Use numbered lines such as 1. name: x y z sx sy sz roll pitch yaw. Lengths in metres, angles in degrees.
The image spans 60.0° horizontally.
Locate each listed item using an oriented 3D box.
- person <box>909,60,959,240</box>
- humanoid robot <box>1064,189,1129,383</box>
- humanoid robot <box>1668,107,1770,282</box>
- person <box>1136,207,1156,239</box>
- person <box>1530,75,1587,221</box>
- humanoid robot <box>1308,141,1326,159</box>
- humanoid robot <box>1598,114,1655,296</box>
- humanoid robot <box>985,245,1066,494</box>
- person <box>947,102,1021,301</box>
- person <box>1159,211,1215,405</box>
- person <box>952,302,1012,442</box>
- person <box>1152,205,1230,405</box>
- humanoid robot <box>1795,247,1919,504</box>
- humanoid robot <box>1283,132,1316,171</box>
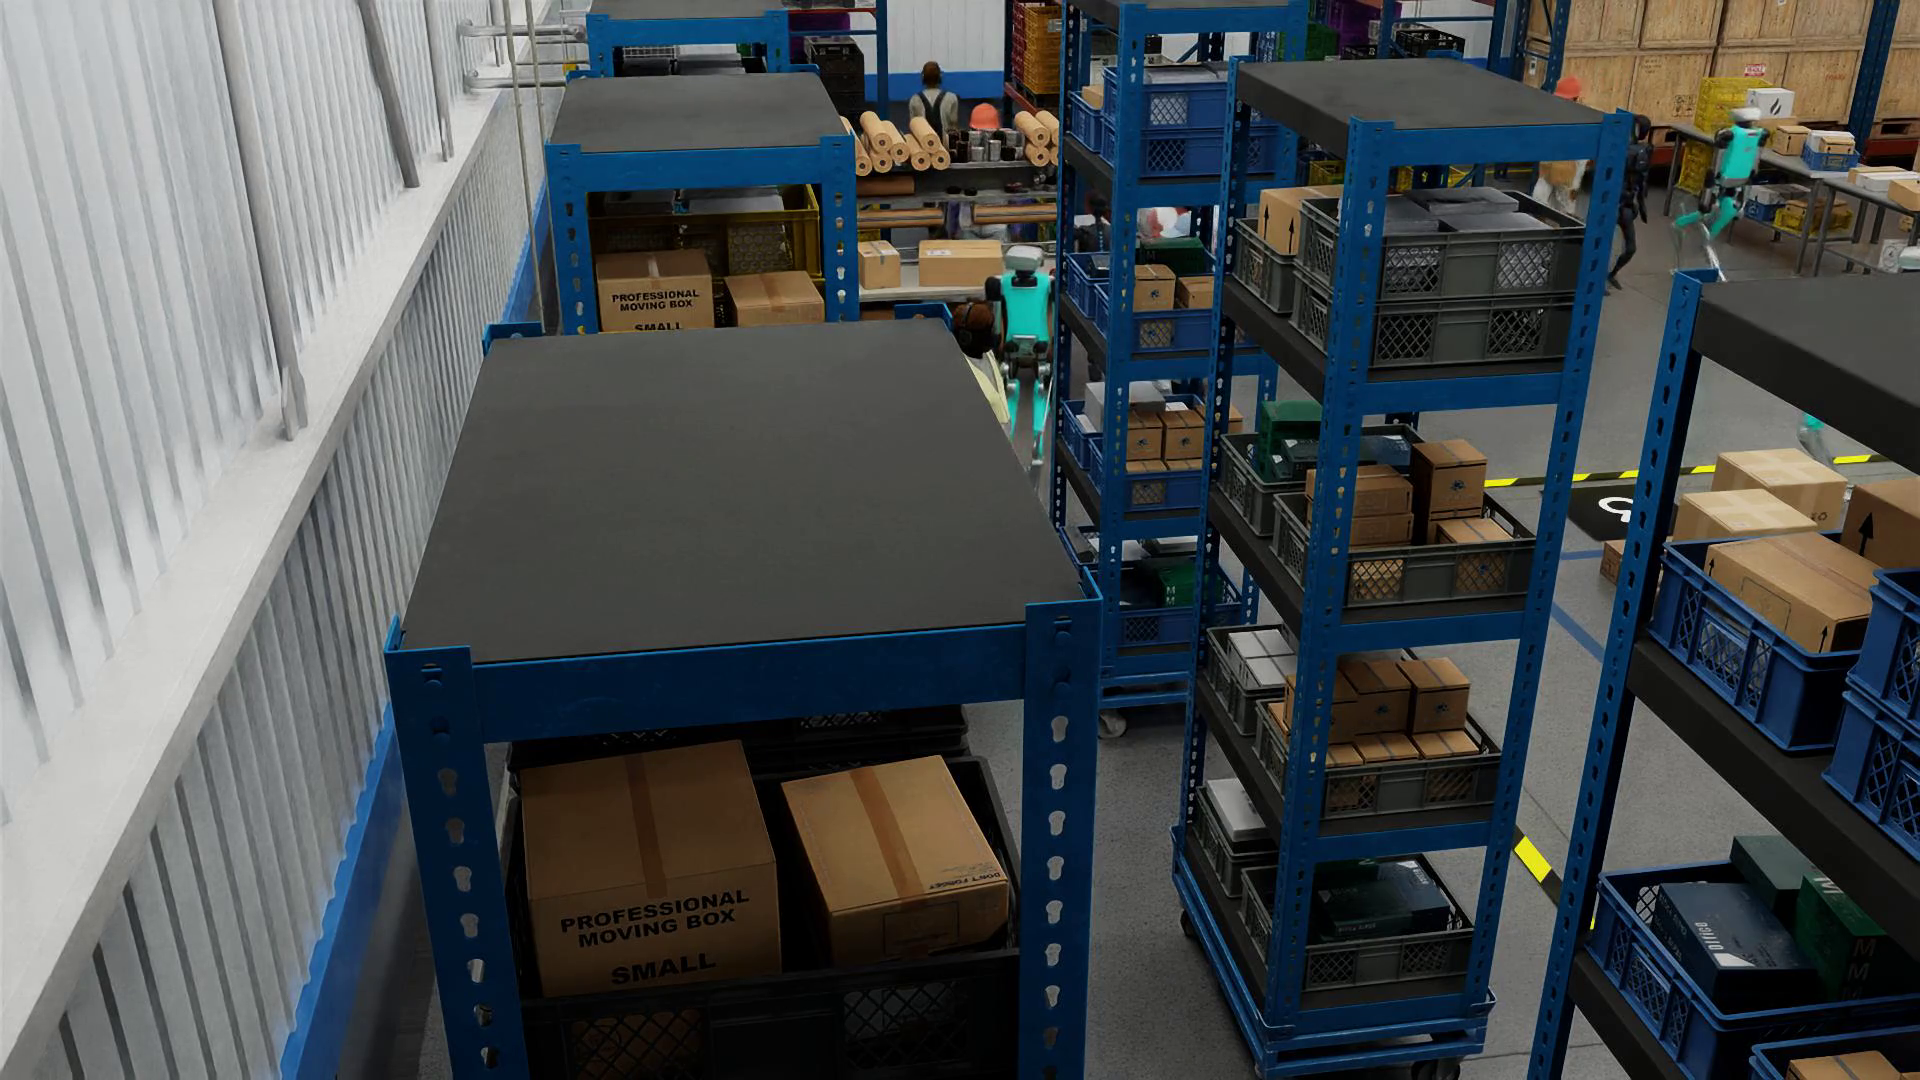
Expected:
1. person: -0.256 -3.971 17.048 0.520 1.834 0.443 2 25 5
2. humanoid robot: 1.061 -1.828 12.614 0.589 1.634 0.614 -2 25 -4
3. humanoid robot: 6.986 -3.190 15.521 0.533 1.763 0.979 -7 26 -15
4. person: 1.672 -2.717 14.438 0.296 1.744 0.484 -10 27 -22
5. person: 5.804 -3.509 15.989 0.879 1.918 0.551 -18 30 -34
6. humanoid robot: 4.289 -4.979 19.203 0.735 1.677 0.533 0 25 0
7. humanoid robot: 6.091 -3.089 15.328 0.616 1.646 0.320 -12 27 -25
8. humanoid robot: 0.387 -0.865 10.550 0.548 1.891 0.786 4 25 9
9. person: 0.199 -2.653 13.965 0.625 2.023 0.754 4 25 8
10. person: 1.510 -1.311 11.253 0.395 1.849 0.596 -5 25 -11
11. person: 0.076 -0.446 9.386 0.429 1.844 0.625 8 26 16
12. person: 1.730 -1.950 12.619 0.616 1.868 0.708 1 25 2
13. humanoid robot: 5.735 -1.033 10.798 0.807 1.797 0.537 12 27 23
14. humanoid robot: 3.659 -4.488 18.404 0.600 1.641 0.442 12 27 25
